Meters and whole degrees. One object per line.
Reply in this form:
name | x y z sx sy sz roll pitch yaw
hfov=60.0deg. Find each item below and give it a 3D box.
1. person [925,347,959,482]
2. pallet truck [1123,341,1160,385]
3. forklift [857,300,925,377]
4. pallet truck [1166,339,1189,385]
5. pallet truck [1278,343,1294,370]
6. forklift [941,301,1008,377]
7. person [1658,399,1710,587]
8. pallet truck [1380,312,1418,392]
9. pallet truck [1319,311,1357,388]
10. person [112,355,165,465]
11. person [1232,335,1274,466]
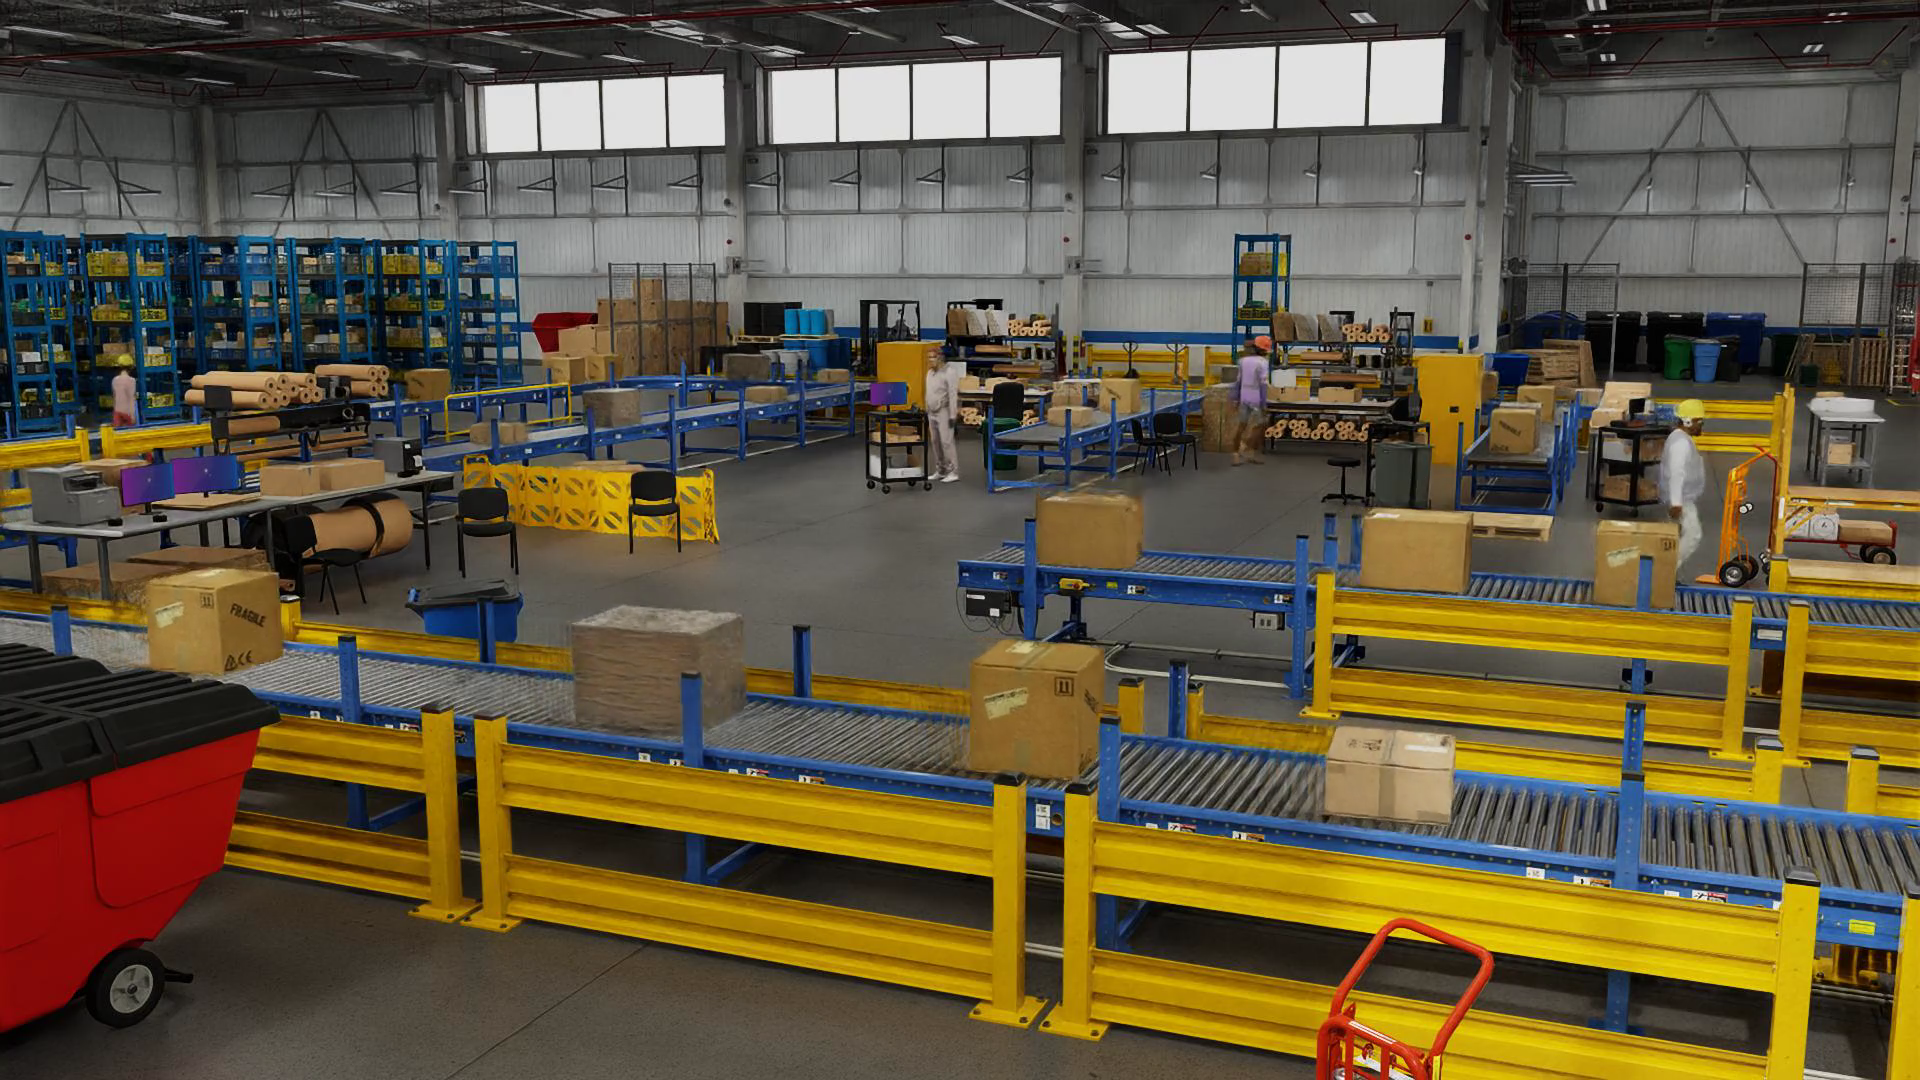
person | -0.277 -1.760 23.415 0.401 1.896 0.658 -7 12 -36
pallet truck | 4.445 -4.380 41.279 0.680 1.201 1.601 4 10 22
forklift | -1.732 -5.109 42.468 1.157 1.987 2.680 4 10 22
pallet truck | 5.418 -4.269 40.420 0.704 1.261 1.522 3 10 20
pallet truck | 7.886 -4.163 39.743 0.653 1.274 1.630 4 10 22
forklift | 0.365 -4.966 41.571 1.157 1.987 2.680 3 10 20
person | 6.662 -0.394 15.338 0.430 1.817 0.622 4 10 22
pallet truck | 10.207 -4.283 38.369 0.823 1.965 1.885 3 10 20
pallet truck | 9.071 -4.419 39.190 0.823 1.965 1.885 5 10 26
person | -12.331 -1.886 24.671 0.541 1.714 0.932 4 10 24
person | 4.437 -2.102 25.184 0.729 1.981 0.747 -7 11 -34
